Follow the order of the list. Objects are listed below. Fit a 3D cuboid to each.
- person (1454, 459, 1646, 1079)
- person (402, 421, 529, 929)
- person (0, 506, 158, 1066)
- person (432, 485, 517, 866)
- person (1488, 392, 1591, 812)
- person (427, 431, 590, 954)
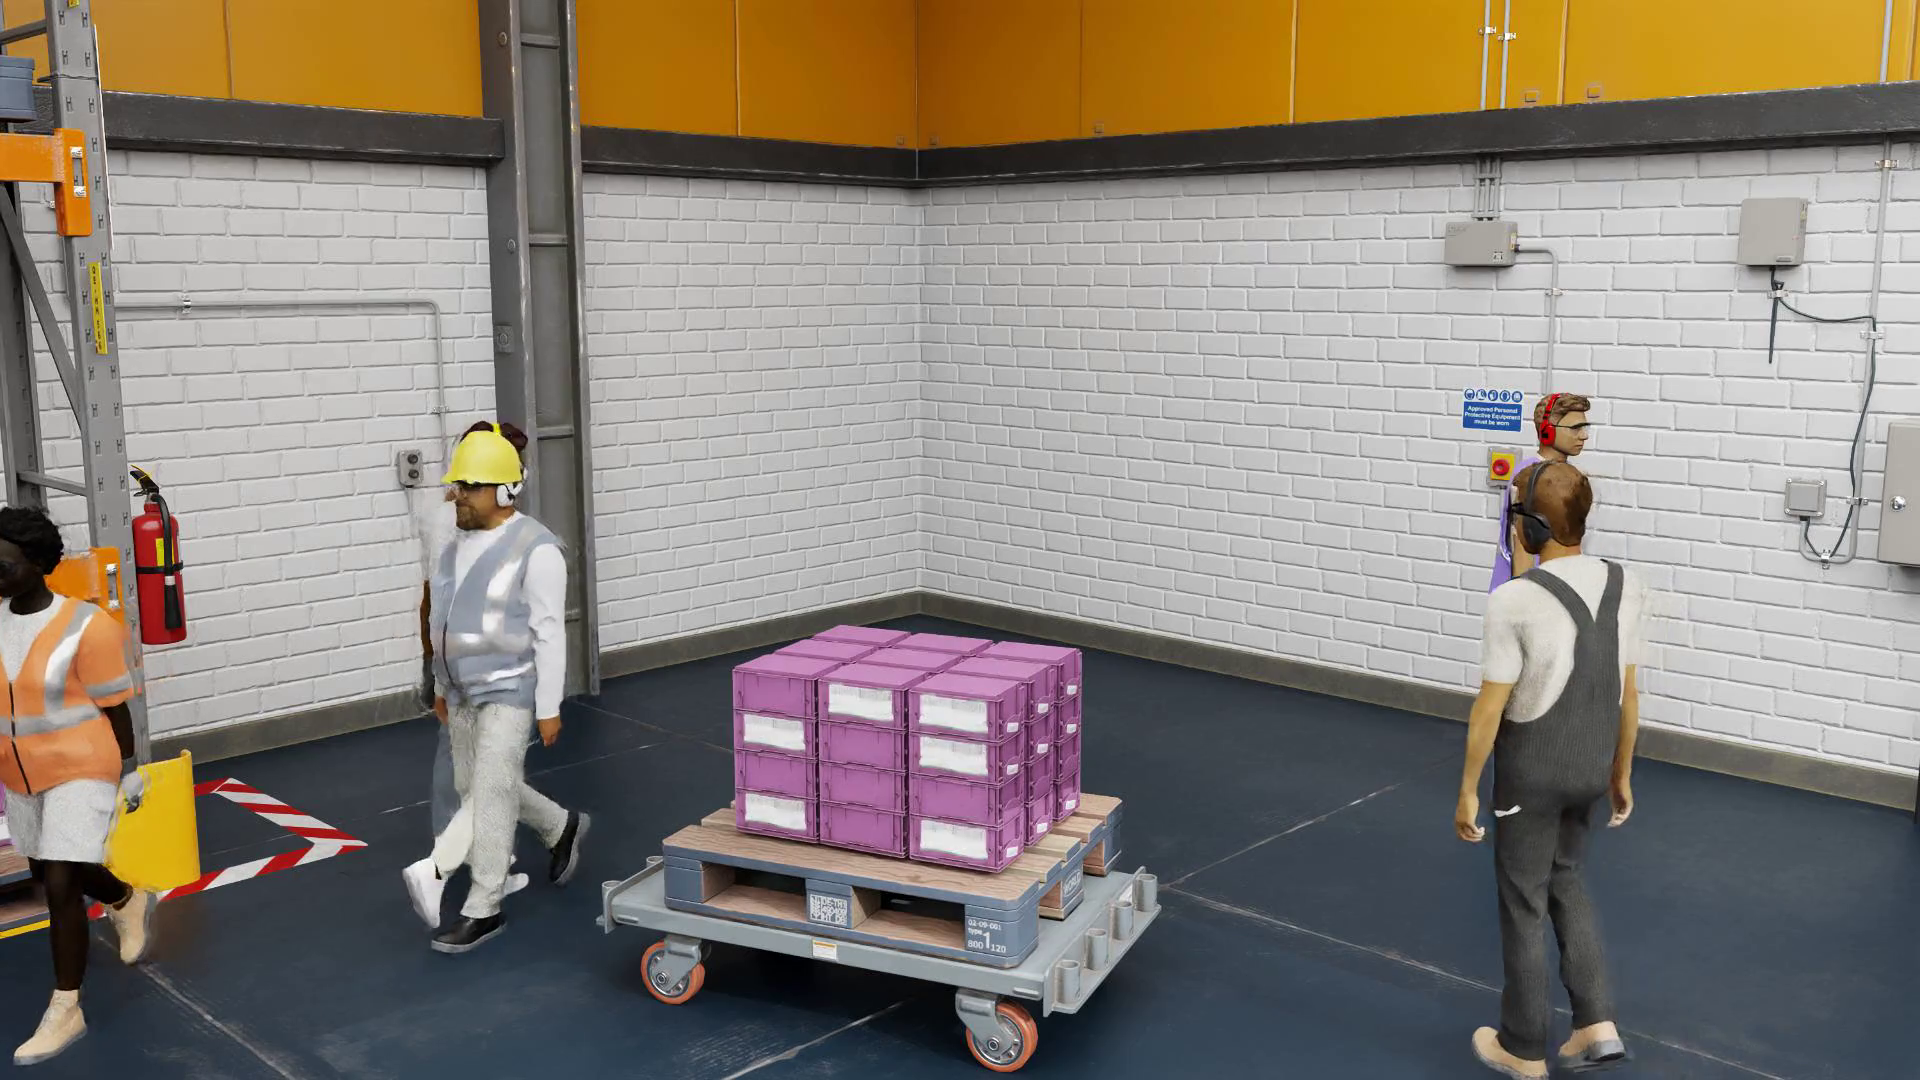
[{"bbox_3d":[1.673,0.682,4.747,0.548,1.834,0.390,-3,10,-20],"label":"person"},{"bbox_3d":[-1.773,0.493,5.945,0.533,1.839,0.663,4,10,25],"label":"person"},{"bbox_3d":[-2.788,0.694,5.225,0.538,1.669,0.762,2,9,11],"label":"person"},{"bbox_3d":[-1.934,0.499,6.564,0.433,1.602,0.501,0,9,-1],"label":"person"},{"bbox_3d":[2.494,0.279,7.196,0.373,1.843,0.570,6,11,34],"label":"person"},{"bbox_3d":[-1.626,0.501,5.943,0.608,1.811,0.739,7,11,35],"label":"person"}]
